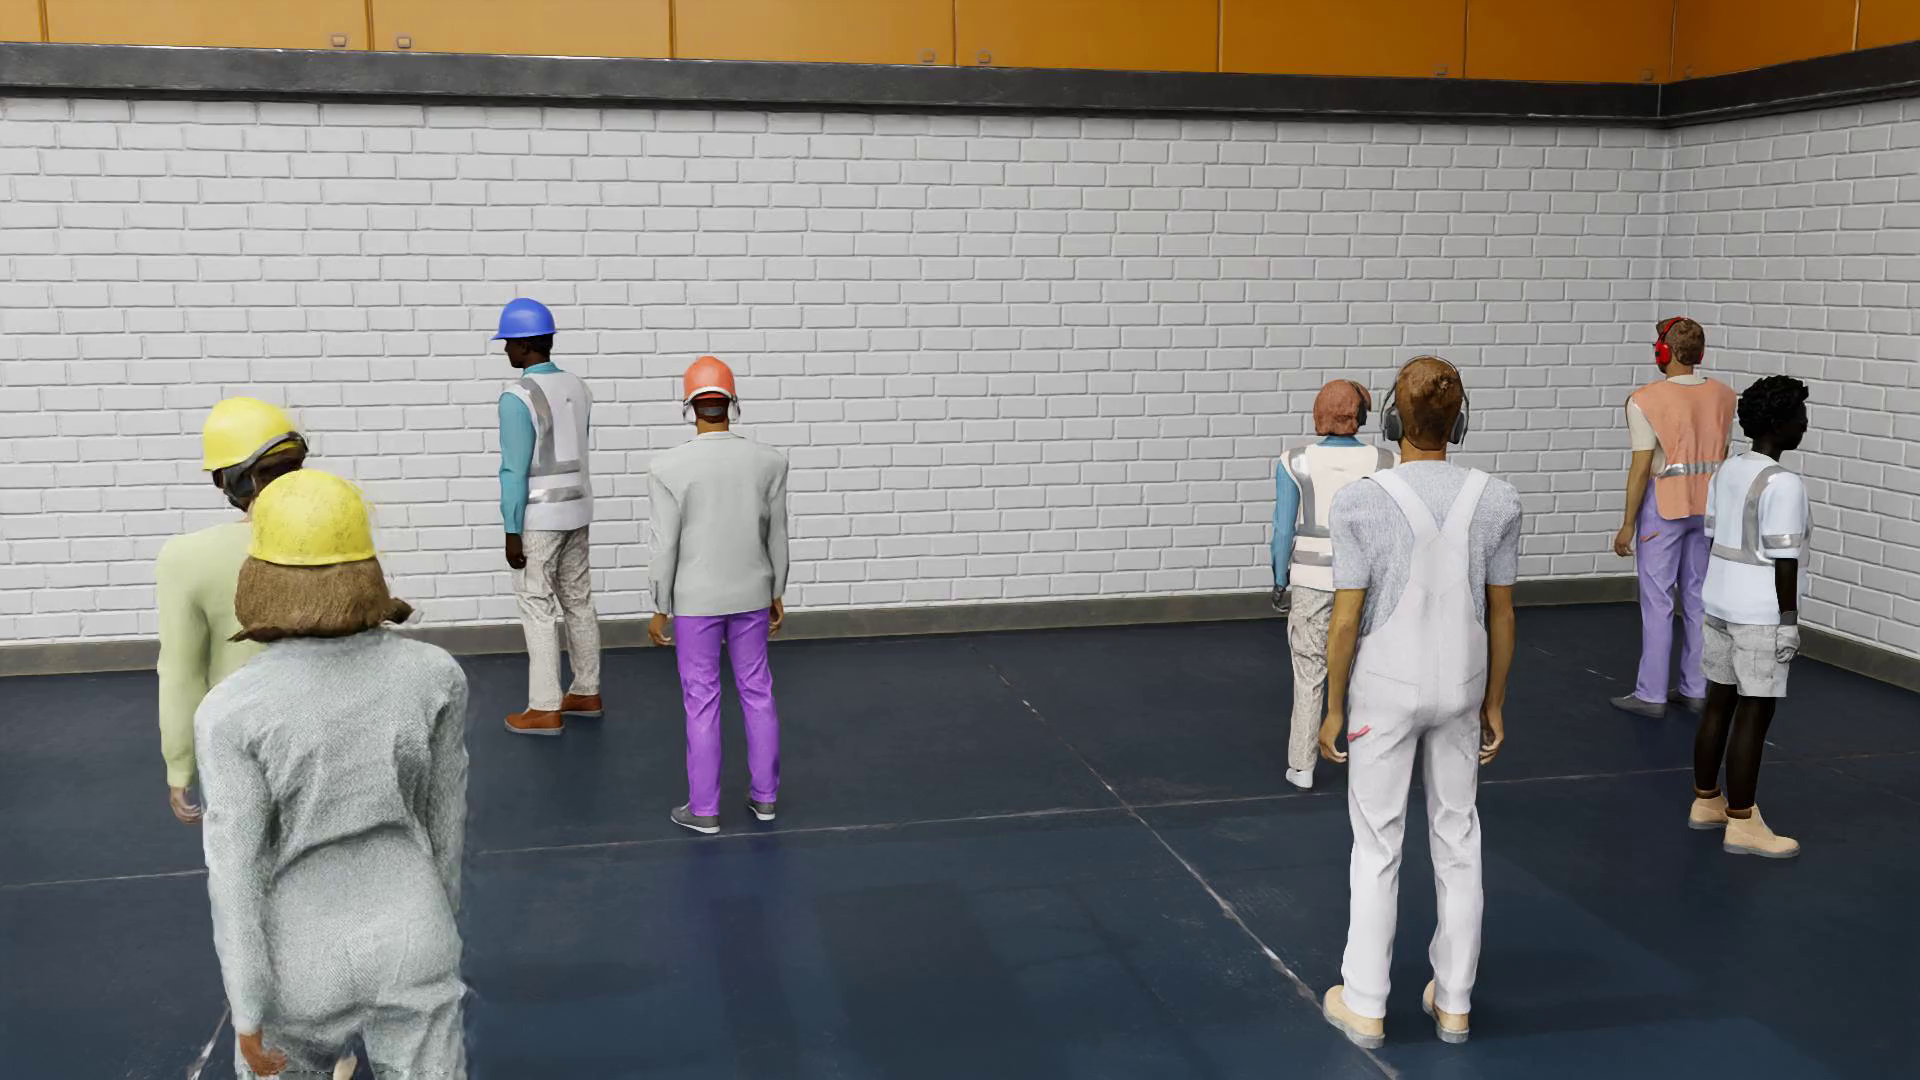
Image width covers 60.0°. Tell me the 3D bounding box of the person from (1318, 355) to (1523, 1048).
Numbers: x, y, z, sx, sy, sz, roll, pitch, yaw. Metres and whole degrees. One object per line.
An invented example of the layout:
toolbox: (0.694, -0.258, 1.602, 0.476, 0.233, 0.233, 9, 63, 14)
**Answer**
person: (1.202, 0.437, 4.411, 0.506, 1.846, 0.345, -1, 9, -4)

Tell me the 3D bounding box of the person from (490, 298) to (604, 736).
person: (-1.859, -0.103, 7.428, 0.414, 1.939, 0.614, 4, 10, 21)

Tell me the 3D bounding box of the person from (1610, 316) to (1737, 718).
person: (3.287, -0.096, 7.653, 0.565, 1.847, 0.396, -3, 10, -18)

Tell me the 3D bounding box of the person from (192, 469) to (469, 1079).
person: (-1.129, 0.726, 3.018, 0.484, 1.713, 0.811, -7, 12, -37)

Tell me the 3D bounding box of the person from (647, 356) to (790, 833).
person: (-0.901, 0.197, 6.154, 0.567, 1.748, 0.339, -6, 11, -32)

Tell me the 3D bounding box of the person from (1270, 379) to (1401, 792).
person: (1.484, 0.188, 6.557, 0.523, 1.636, 0.311, 1, 9, 7)

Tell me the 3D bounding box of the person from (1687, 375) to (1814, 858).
person: (2.830, 0.263, 5.921, 0.316, 1.695, 0.542, 0, 9, -1)

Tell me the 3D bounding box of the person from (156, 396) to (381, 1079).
person: (-1.694, 0.520, 4.148, 0.540, 1.750, 0.451, -5, 11, -28)
